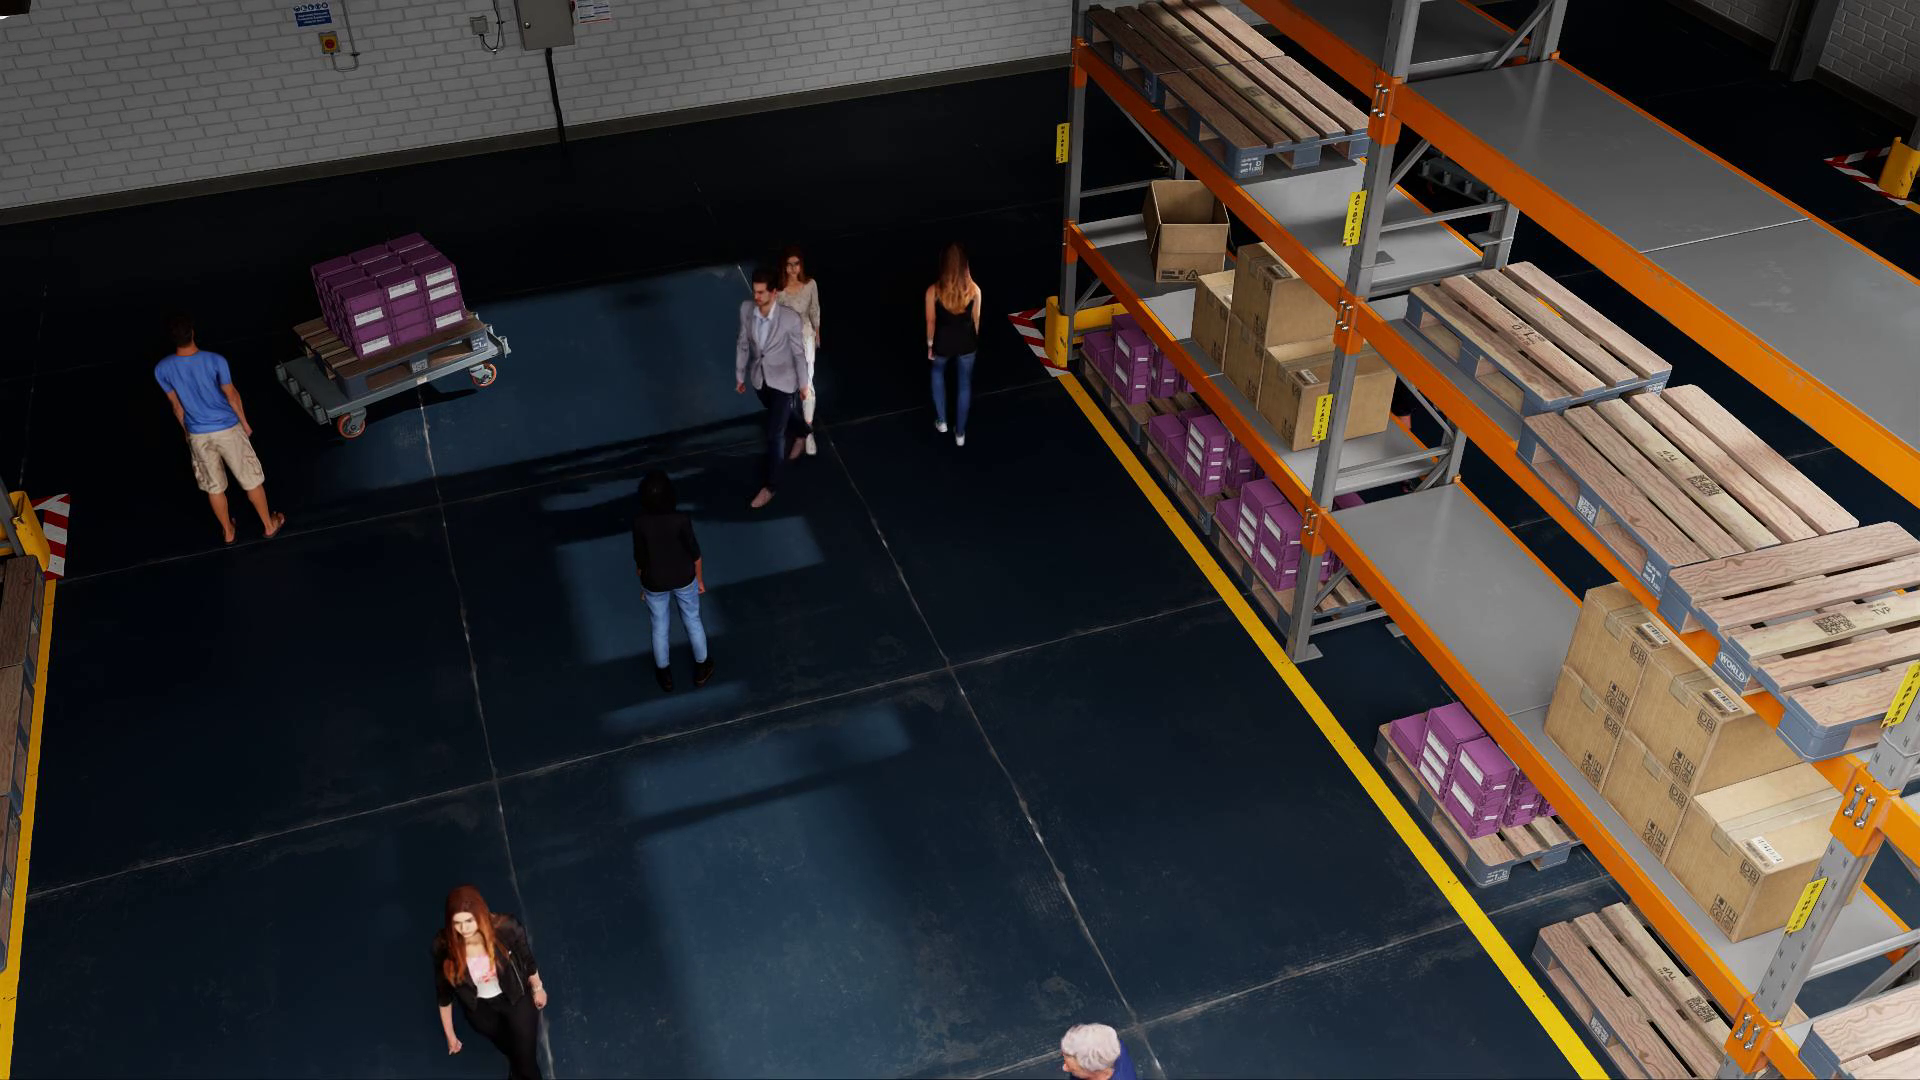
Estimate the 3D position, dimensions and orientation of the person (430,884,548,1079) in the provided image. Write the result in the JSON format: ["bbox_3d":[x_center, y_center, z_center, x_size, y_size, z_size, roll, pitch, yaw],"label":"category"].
[{"bbox_3d":[-2.258,2.178,8.118,0.738,1.687,1.005,-6,39,-8],"label":"person"}]

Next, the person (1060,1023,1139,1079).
[{"bbox_3d":[0.710,2.643,7.445,0.738,1.801,0.610,-9,39,-11],"label":"person"}]

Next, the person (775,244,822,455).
[{"bbox_3d":[-1.309,-1.576,12.838,0.729,1.663,1.131,-6,39,-7],"label":"person"}]

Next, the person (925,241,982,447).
[{"bbox_3d":[-0.042,-1.435,12.623,0.656,1.711,0.687,-2,39,-3],"label":"person"}]

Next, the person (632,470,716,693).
[{"bbox_3d":[-1.831,0.265,10.502,0.607,1.702,0.588,-6,39,-7],"label":"person"}]

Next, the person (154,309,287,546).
[{"bbox_3d":[-5.235,-0.779,11.678,0.667,1.865,0.591,-9,39,-11],"label":"person"}]

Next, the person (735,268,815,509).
[{"bbox_3d":[-1.320,-1.226,12.279,1.228,1.816,1.237,20,43,23],"label":"person"}]
